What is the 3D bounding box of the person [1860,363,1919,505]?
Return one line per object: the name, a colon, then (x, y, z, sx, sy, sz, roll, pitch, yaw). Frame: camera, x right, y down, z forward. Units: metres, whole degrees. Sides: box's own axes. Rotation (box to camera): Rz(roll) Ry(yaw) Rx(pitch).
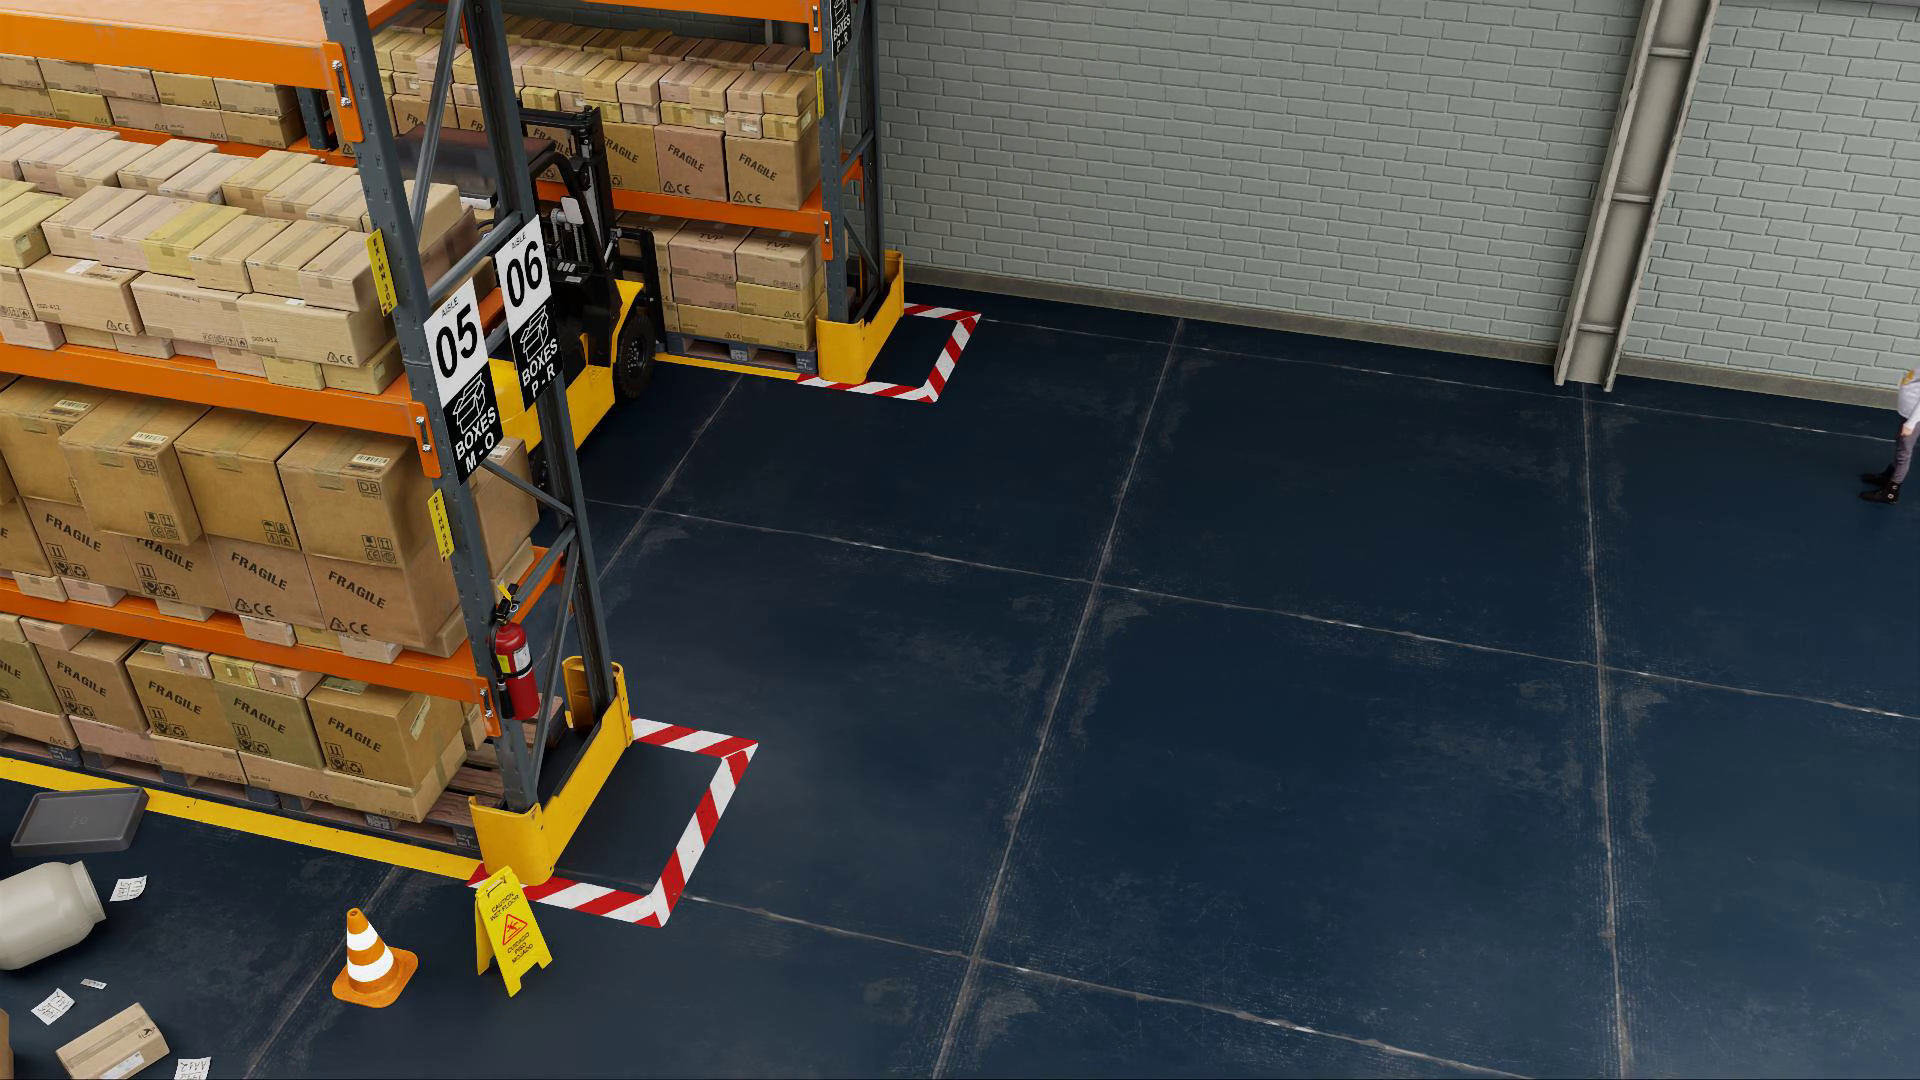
person: (6.158, -0.817, 10.702, 0.555, 1.279, 0.534, 19, 41, 23)
